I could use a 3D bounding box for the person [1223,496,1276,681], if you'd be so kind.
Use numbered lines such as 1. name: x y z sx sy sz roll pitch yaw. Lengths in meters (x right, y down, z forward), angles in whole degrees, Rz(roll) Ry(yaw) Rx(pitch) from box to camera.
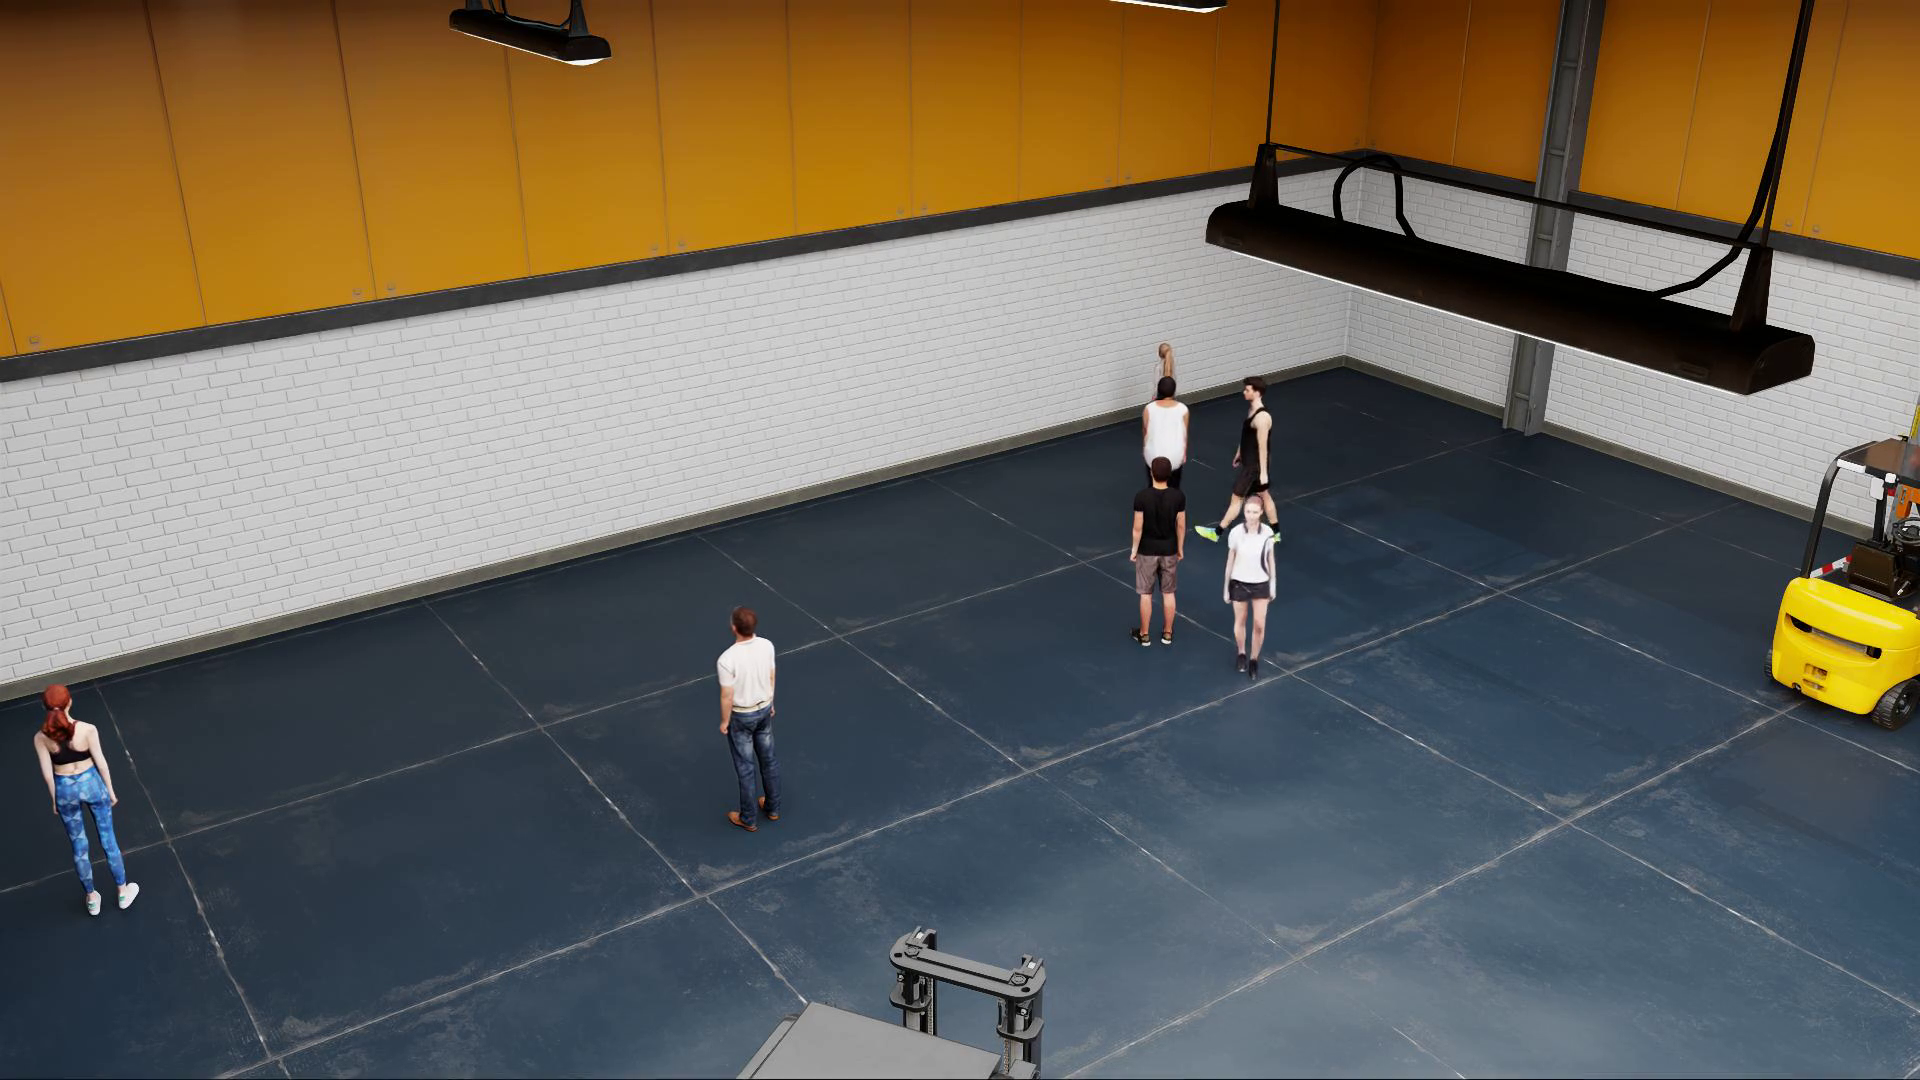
1. person: 2.618 0.380 14.980 0.783 1.736 0.843 4 24 9

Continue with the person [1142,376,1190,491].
1. person: 2.211 -0.937 18.073 0.947 1.671 1.000 4 24 10

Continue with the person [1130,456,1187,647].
1. person: 1.832 0.102 15.461 0.765 1.861 0.765 -3 24 -6

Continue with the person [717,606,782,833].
1. person: -1.588 1.338 12.638 0.688 1.856 0.613 -20 31 -38

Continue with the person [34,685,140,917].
1. person: -6.143 1.811 11.642 0.625 1.788 0.660 -9 25 -19

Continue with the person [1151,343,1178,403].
1. person: 2.525 -1.820 20.589 0.498 1.275 0.503 -16 28 -32

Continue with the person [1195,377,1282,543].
1. person: 3.190 -0.792 17.530 1.219 1.840 1.222 1 24 2
